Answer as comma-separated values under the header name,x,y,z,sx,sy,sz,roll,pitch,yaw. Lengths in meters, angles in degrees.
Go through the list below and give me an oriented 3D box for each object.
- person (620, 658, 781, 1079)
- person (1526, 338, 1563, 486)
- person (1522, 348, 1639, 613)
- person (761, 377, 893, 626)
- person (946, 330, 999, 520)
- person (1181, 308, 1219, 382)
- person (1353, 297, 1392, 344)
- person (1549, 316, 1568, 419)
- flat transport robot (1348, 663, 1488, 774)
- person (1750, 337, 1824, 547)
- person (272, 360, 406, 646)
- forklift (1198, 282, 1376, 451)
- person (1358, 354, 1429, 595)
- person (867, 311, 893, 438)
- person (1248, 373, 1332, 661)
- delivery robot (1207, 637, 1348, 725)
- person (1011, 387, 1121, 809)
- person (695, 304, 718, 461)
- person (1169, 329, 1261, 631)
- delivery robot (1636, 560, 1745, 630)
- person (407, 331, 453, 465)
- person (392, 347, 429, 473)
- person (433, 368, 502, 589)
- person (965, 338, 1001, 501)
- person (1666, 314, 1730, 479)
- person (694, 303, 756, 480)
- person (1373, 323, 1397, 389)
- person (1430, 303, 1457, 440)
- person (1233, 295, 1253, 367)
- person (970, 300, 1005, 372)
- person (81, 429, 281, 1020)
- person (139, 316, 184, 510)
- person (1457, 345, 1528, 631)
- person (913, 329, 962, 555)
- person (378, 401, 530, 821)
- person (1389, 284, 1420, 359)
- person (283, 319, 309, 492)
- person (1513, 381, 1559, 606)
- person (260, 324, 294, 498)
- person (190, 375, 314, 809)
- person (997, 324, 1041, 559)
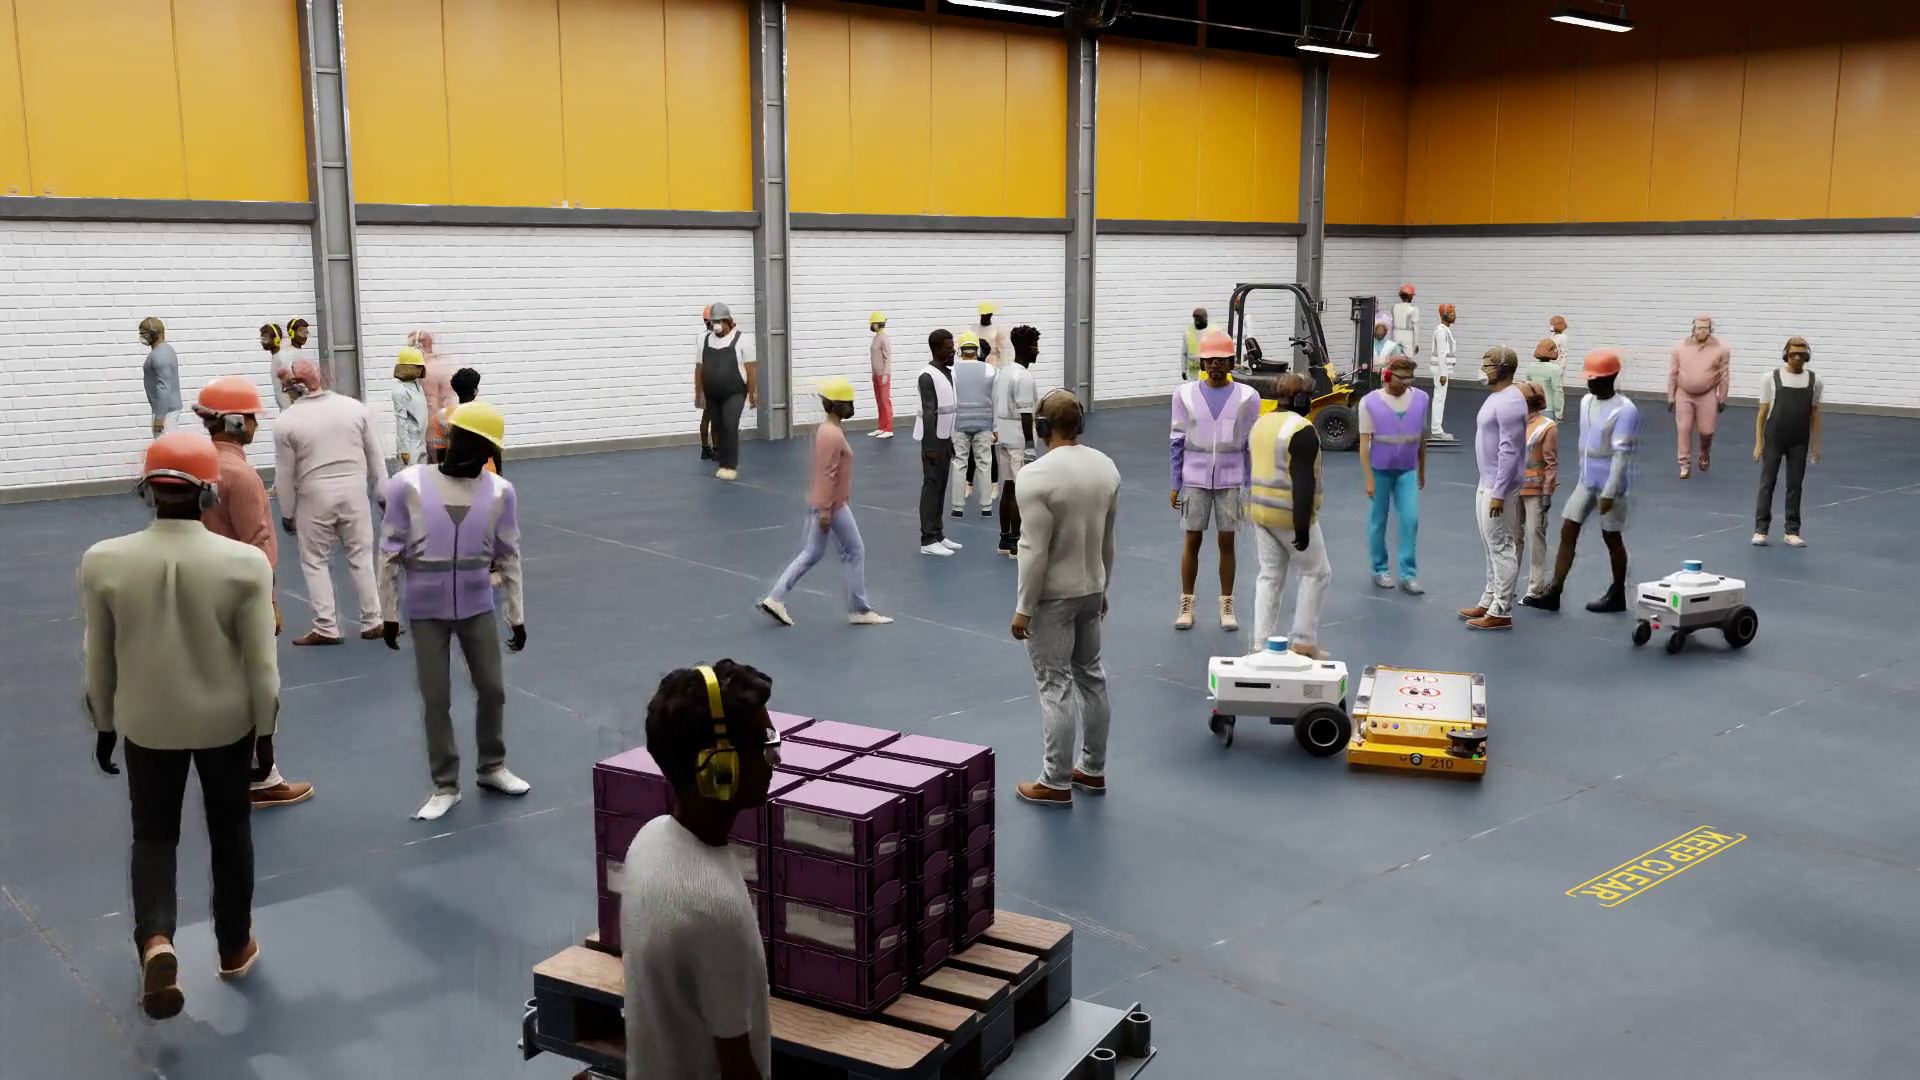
name,x,y,z,sx,sy,sz,roll,pitch,yaw
person,-0.503,1.118,3.030,0.959,1.830,0.519,-3,10,-15
person,6.463,-1.416,18.412,0.285,1.636,0.499,-5,11,-25
person,4.396,-0.390,11.650,0.907,1.891,0.567,-3,10,-19
person,-0.939,-0.252,11.350,0.868,1.731,0.525,-2,10,-12
person,0.101,-1.096,15.979,0.587,1.828,0.404,-1,10,-4
person,3.591,-2.535,24.556,0.631,1.797,0.989,6,11,30
person,6.585,-2.968,26.718,0.642,1.905,0.399,8,13,40
person,9.078,-2.604,25.396,0.297,1.632,0.532,-2,10,-9
flat transport robot,2.428,0.913,8.767,0.652,0.197,1.431,3,10,16
person,7.208,-0.846,14.505,0.559,1.837,0.391,2,10,14
person,-4.078,-0.249,10.921,0.781,1.874,0.398,-7,12,-36
forklift,4.328,-2.346,22.227,2.313,2.155,1.214,3,10,16
person,3.275,-0.487,12.478,0.592,1.796,0.783,-1,10,-8
person,-1.128,-2.303,23.229,0.330,1.767,0.528,-4,10,-21
person,2.072,-0.124,10.320,0.615,1.814,0.642,-4,10,-22
delivery robot,1.642,0.747,8.638,0.707,0.478,0.477,2,10,9
person,0.479,0.268,7.676,0.632,1.936,0.359,-9,13,-44
person,-3.056,-1.952,20.664,0.361,1.940,0.543,-8,12,-38
person,1.718,-0.397,11.258,0.605,2.045,0.377,1,10,8
delivery robot,4.753,0.374,10.817,0.707,0.478,0.477,-5,11,-27
person,-4.708,-0.964,15.139,0.698,1.871,0.664,-3,10,-15
person,-4.791,-0.821,14.620,0.308,1.741,0.494,0,10,3
person,-3.723,-0.462,12.660,0.532,1.693,0.319,0,10,2
person,0.206,-1.251,17.290,0.535,1.695,0.318,4,11,24
person,8.436,-1.647,19.042,0.641,1.886,0.552,5,11,27
person,-2.721,-1.688,18.824,0.699,2.000,0.802,3,10,16
person,5.916,-2.267,23.514,0.536,1.595,0.783,2,10,14
person,6.669,-2.312,22.938,0.353,1.883,0.578,3,10,17
person,4.739,-3.212,28.199,0.337,1.882,0.585,-4,10,-21
person,0.428,-2.542,24.251,0.607,1.904,0.731,8,13,39
person,-2.592,0.615,5.557,0.613,1.965,0.769,-3,10,-17
person,-7.983,-1.265,16.659,0.371,1.935,0.627,-4,10,-21
person,3.644,-0.353,11.306,0.372,1.940,0.629,2,10,9
person,-0.193,-0.840,14.211,0.392,1.920,0.587,3,10,14
person,-2.310,0.313,7.594,0.661,1.883,0.392,-5,11,-27
person,7.954,-3.553,29.744,0.395,2.038,0.614,-9,13,-42
person,-7.121,-1.447,17.948,0.332,1.860,0.520,-2,10,-11
person,4.128,-0.345,12.138,0.314,1.639,0.514,-5,11,-26
person,-7.161,-1.375,17.667,0.664,1.824,0.595,-4,11,-24
person,-3.315,0.240,7.666,0.611,1.995,0.376,9,13,41
person,0.505,-0.827,13.998,0.362,1.963,0.614,-3,10,-16
